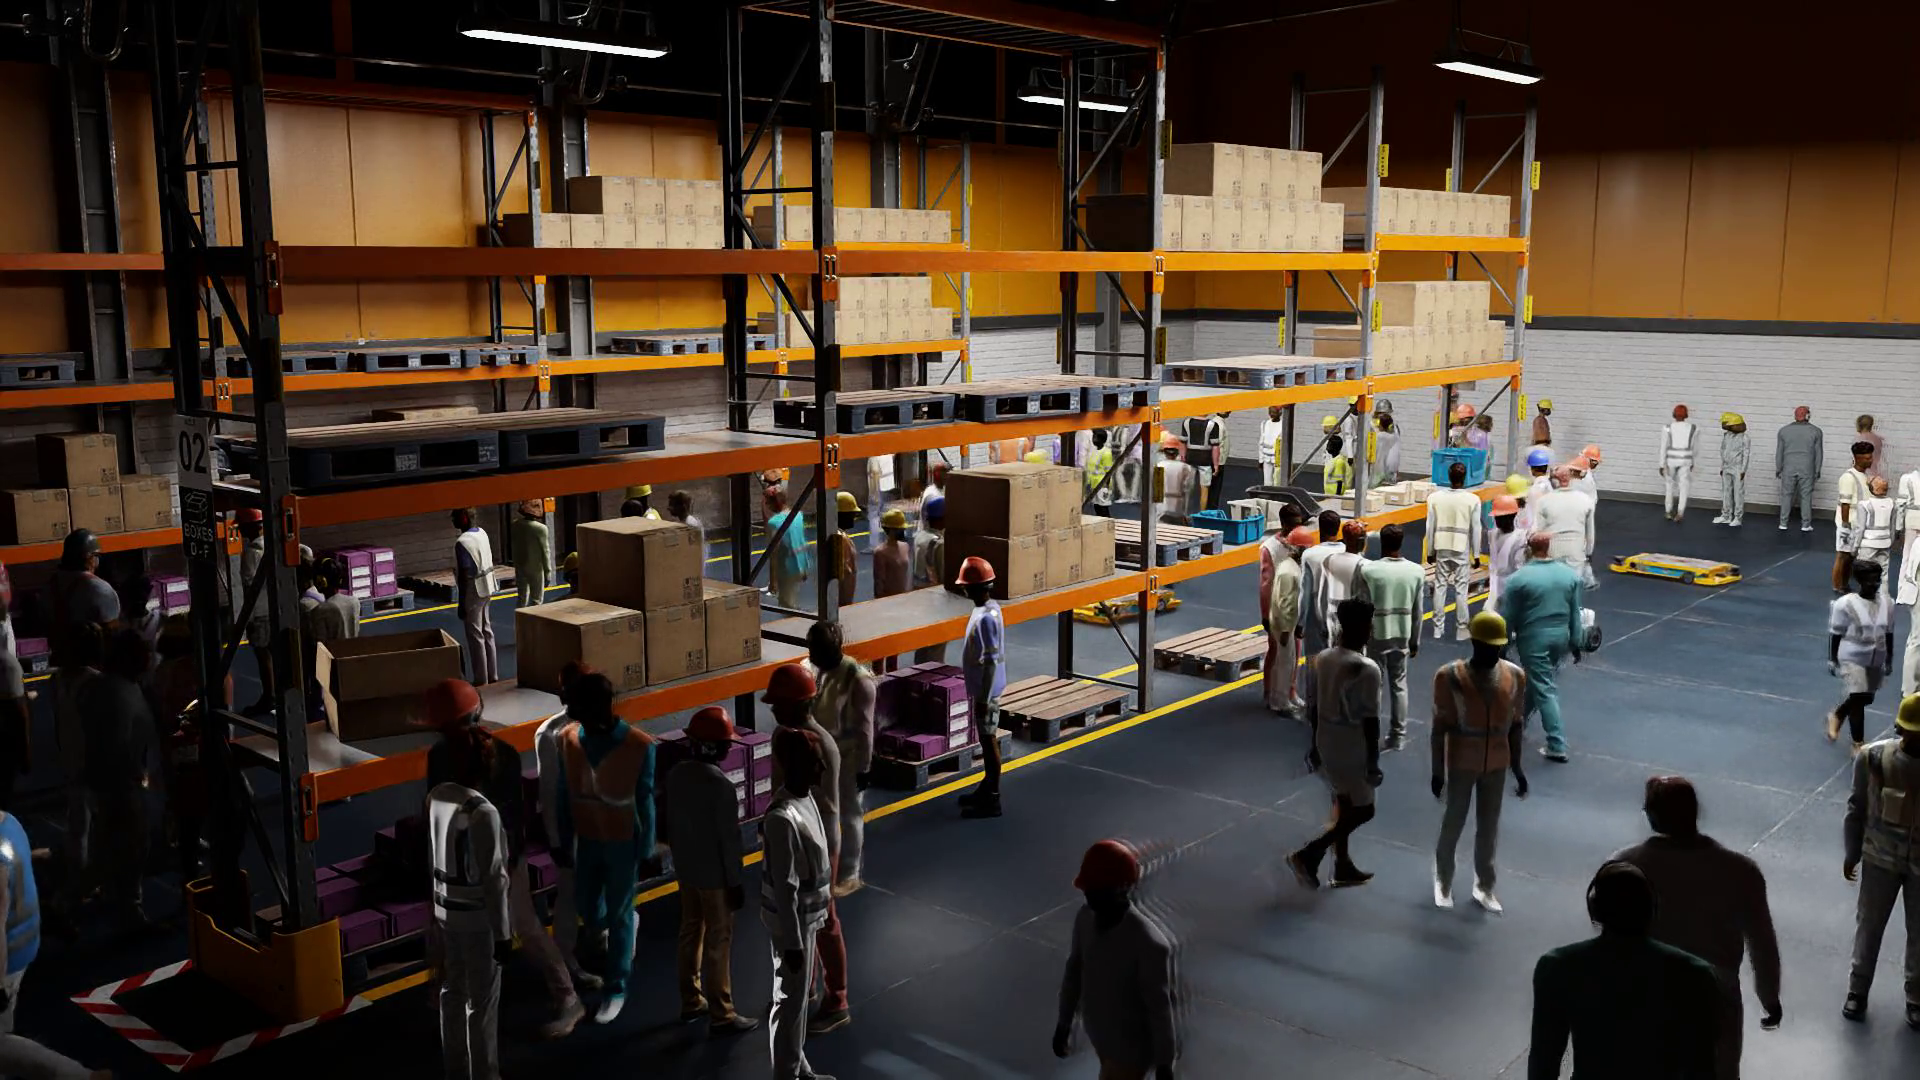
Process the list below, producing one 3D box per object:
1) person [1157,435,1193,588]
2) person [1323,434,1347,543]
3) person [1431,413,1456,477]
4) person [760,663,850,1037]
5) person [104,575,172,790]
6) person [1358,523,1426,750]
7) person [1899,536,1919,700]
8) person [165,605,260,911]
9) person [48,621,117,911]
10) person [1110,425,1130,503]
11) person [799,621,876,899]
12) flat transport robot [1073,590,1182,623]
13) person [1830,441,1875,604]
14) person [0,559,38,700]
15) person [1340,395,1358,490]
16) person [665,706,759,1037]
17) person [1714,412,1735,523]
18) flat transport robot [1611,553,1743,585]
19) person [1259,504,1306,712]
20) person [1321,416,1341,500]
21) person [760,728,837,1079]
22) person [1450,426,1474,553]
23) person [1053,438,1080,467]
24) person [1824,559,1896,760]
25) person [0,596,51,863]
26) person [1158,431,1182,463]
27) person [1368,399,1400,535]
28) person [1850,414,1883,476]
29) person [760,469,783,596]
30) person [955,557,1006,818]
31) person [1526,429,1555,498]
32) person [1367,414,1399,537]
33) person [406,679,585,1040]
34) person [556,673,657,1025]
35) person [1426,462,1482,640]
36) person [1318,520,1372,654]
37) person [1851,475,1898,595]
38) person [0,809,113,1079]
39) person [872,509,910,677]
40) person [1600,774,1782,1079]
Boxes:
[{"bbox_3d":[2.607,-0.381,20.947,0.582,1.897,0.765,-1,10,-4],"label":"person"},{"bbox_3d":[5.192,-0.619,23.029,0.321,1.694,0.535,0,10,-3],"label":"person"},{"bbox_3d":[7.334,-0.995,24.780,0.982,1.872,0.603,-8,13,-41],"label":"person"},{"bbox_3d":[-0.844,1.617,8.812,0.410,1.985,0.615,-7,12,-35],"label":"person"},{"bbox_3d":[-6.289,1.096,12.796,0.540,1.686,0.372,-3,10,-19],"label":"person"},{"bbox_3d":[3.566,0.815,13.833,0.599,1.907,0.408,-2,10,-14],"label":"person"},{"bbox_3d":[8.861,0.604,15.298,0.394,1.836,0.561,4,10,23],"label":"person"},{"bbox_3d":[-4.700,1.354,10.463,0.618,1.946,0.529,5,11,28],"label":"person"},{"bbox_3d":[-5.445,1.417,10.438,0.504,1.840,0.341,3,10,18],"label":"person"},{"bbox_3d":[2.687,-1.425,28.085,0.351,1.620,0.521,-4,10,-24],"label":"person"},{"bbox_3d":[-0.776,1.387,10.687,0.639,1.822,0.517,7,12,35],"label":"person"},{"bbox_3d":[1.875,0.723,19.241,1.431,0.197,0.652,-9,13,-44],"label":"flat transport robot"},{"bbox_3d":[10.590,-0.201,19.703,0.608,1.966,0.372,-8,13,-41],"label":"person"},{"bbox_3d":[-8.928,0.646,15.104,0.633,1.816,0.796,7,12,36],"label":"person"},{"bbox_3d":[6.405,-1.428,27.163,0.371,1.923,0.586,3,10,18],"label":"person"},{"bbox_3d":[-1.317,1.735,8.795,0.339,1.747,0.564,-9,13,-42],"label":"person"},{"bbox_3d":[11.968,-1.132,25.970,0.320,1.737,0.486,4,11,25],"label":"person"},{"bbox_3d":[9.217,0.360,21.409,0.652,0.197,1.431,-8,12,-40],"label":"flat transport robot"},{"bbox_3d":[2.934,0.605,15.075,0.605,1.907,0.402,-7,12,-37],"label":"person"},{"bbox_3d":[5.646,-1.031,25.367,0.320,1.737,0.488,6,11,31],"label":"person"},{"bbox_3d":[-0.766,1.815,7.923,0.356,1.883,0.572,0,10,2],"label":"person"},{"bbox_3d":[6.692,-0.584,22.221,0.419,1.883,0.667,4,10,20],"label":"person"},{"bbox_3d":[1.633,-1.013,25.526,0.513,1.641,0.309,-8,12,-38],"label":"person"},{"bbox_3d":[7.355,0.959,13.650,0.537,1.671,0.747,-1,10,-8],"label":"person"},{"bbox_3d":[-6.324,1.268,10.712,0.679,2.000,1.018,3,10,19],"label":"person"},{"bbox_3d":[2.863,-0.660,23.142,0.499,1.717,0.707,3,10,19],"label":"person"},{"bbox_3d":[6.300,-1.087,24.772,0.683,2.000,0.538,-4,10,-23],"label":"person"},{"bbox_3d":[12.797,-0.835,23.617,0.645,1.922,0.420,-6,11,-32],"label":"person"},{"bbox_3d":[-2.294,-0.137,20.317,0.285,1.633,0.497,-4,10,-23],"label":"person"},{"bbox_3d":[0.148,1.075,12.191,0.374,1.932,0.543,0,10,-1],"label":"person"},{"bbox_3d":[8.667,-0.861,24.767,0.896,1.580,0.509,-8,12,-38],"label":"person"},{"bbox_3d":[6.205,-0.958,24.642,0.650,1.825,0.414,-3,10,-19],"label":"person"},{"bbox_3d":[-2.499,1.660,8.717,0.820,1.942,0.568,4,10,25],"label":"person"},{"bbox_3d":[-1.900,1.617,9.096,0.593,1.895,0.687,2,10,14],"label":"person"},{"bbox_3d":[5.309,0.122,17.917,0.587,1.920,0.392,6,11,34],"label":"person"},{"bbox_3d":[3.317,0.764,14.194,0.354,1.881,0.576,-7,12,-38],"label":"person"},{"bbox_3d":[10.442,0.079,19.013,0.522,1.638,0.311,-2,10,-12],"label":"person"},{"bbox_3d":[-4.359,1.900,7.593,0.694,1.822,0.639,-4,10,-23],"label":"person"},{"bbox_3d":[-0.621,0.583,15.620,0.331,1.768,0.526,6,11,32],"label":"person"},{"bbox_3d":[3.132,1.943,7.172,0.730,1.878,0.569,5,11,26],"label":"person"}]
